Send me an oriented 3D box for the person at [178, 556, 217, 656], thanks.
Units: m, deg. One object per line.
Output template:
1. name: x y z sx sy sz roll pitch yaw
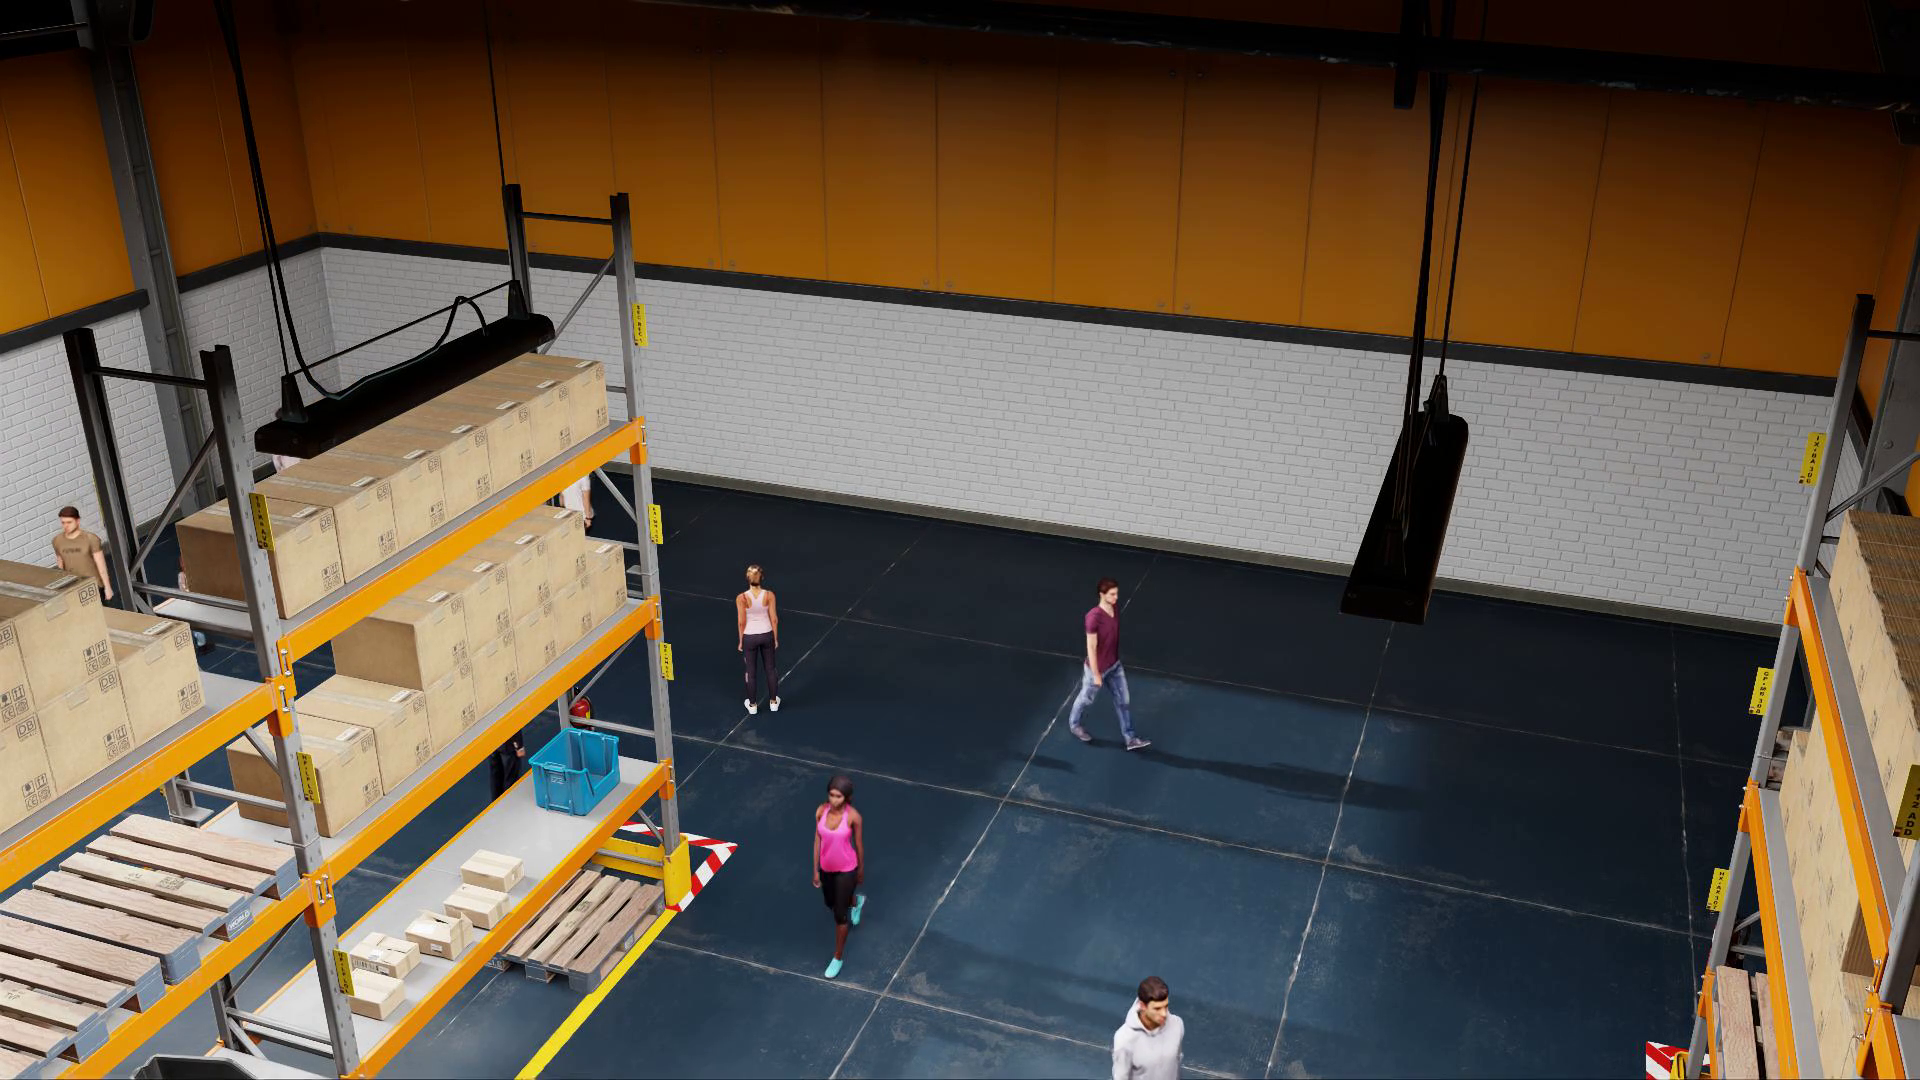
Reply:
1. person: -8.367 0.713 18.133 0.493 1.187 0.463 10 26 22

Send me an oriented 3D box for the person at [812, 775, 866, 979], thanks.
1. person: -0.931 2.575 13.229 0.591 1.702 1.038 10 25 21

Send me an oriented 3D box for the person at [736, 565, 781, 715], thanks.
1. person: -2.053 0.997 16.913 0.650 1.643 0.675 -5 24 -12

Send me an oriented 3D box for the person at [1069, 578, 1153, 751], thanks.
1. person: 1.321 1.198 16.259 1.029 1.799 1.184 19 30 37

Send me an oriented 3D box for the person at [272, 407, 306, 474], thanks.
1. person: -8.444 -0.867 21.121 0.721 1.688 0.772 -9 25 -20

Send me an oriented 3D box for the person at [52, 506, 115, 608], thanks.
1. person: -9.348 0.480 17.861 0.968 1.831 1.204 -2 24 -4

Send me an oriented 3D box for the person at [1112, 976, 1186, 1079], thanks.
1. person: 1.133 3.571 10.714 1.222 1.892 1.296 -10 26 -22
